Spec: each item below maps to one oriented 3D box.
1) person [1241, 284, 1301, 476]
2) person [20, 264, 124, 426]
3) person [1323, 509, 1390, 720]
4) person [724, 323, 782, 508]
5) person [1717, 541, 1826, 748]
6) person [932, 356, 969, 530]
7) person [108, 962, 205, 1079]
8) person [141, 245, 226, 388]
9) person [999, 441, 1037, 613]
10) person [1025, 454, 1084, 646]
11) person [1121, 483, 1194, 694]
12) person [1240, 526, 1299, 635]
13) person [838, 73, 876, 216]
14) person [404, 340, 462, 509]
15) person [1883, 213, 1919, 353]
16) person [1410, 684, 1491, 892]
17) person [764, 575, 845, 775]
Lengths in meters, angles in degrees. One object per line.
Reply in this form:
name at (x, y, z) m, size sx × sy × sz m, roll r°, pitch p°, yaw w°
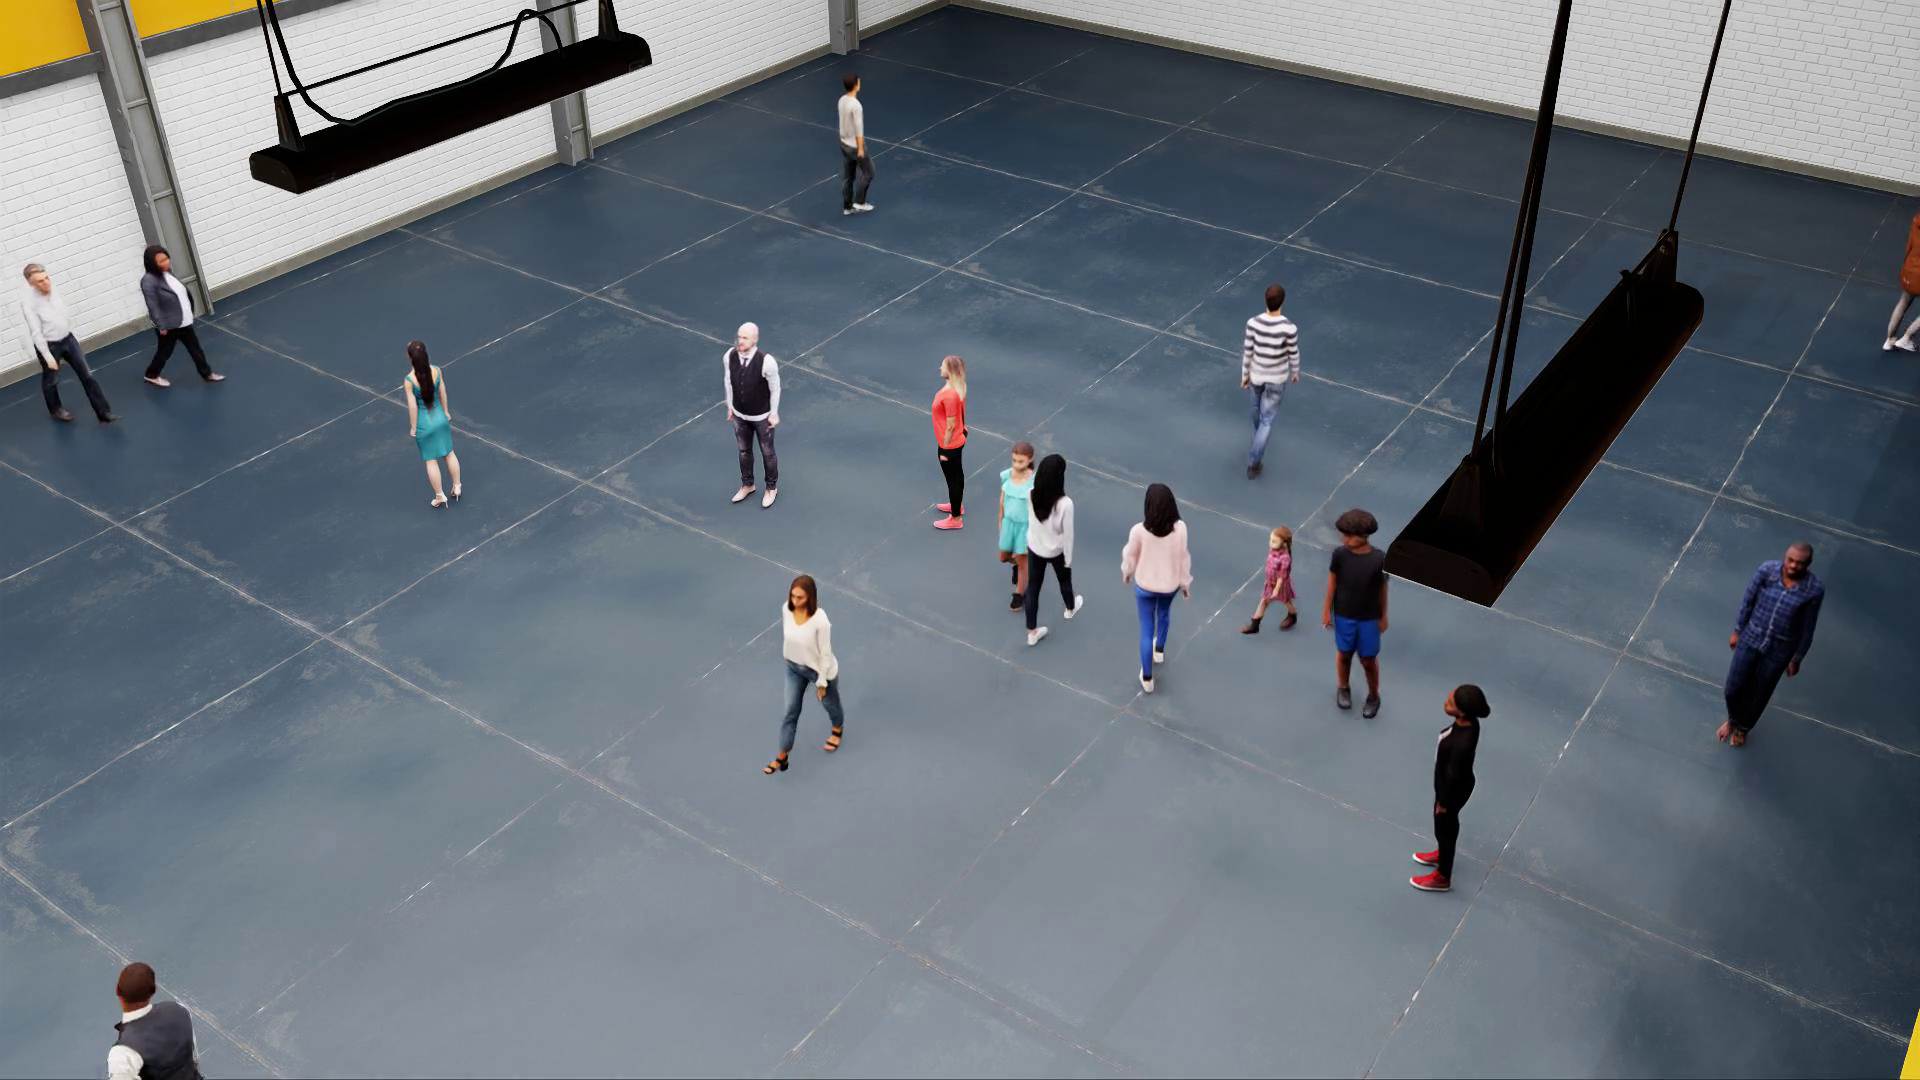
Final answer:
person at (2.884, -1.477, 15.711) m, size 0.717 × 1.797 × 1.183 m, roll 18°, pitch 38°, yaw 25°
person at (-8.979, -1.933, 16.426) m, size 0.875 × 1.766 × 1.134 m, roll 13°, pitch 36°, yaw 18°
person at (3.022, 0.517, 12.734) m, size 0.743 × 1.772 × 0.678 m, roll 8°, pitch 34°, yaw 12°
person at (-1.883, -1.161, 15.213) m, size 0.742 × 1.823 × 0.685 m, roll 12°, pitch 35°, yaw 17°
person at (6.032, 0.737, 12.368) m, size 0.674 × 1.811 × 0.621 m, roll 22°, pitch 39°, yaw 29°
person at (-0.065, -0.892, 14.925) m, size 0.732 × 1.694 × 0.618 m, roll 4°, pitch 34°, yaw 6°
person at (-4.166, 3.084, 8.766) m, size 0.984 × 1.890 × 0.711 m, roll 1°, pitch 34°, yaw 1°
person at (-8.222, -2.280, 17.118) m, size 1.076 × 1.578 × 1.107 m, roll 0°, pitch 34°, yaw 0°
person at (0.531, -0.165, 13.960) m, size 0.632 × 1.551 × 0.798 m, roll 13°, pitch 36°, yaw 19°
person at (0.656, 0.119, 13.421) m, size 0.654 × 1.675 × 0.939 m, roll 18°, pitch 38°, yaw 25°
person at (1.541, 0.423, 12.905) m, size 0.944 × 1.740 × 1.022 m, roll -1°, pitch 34°, yaw -1°
person at (2.670, 0.340, 13.702) m, size 0.809 × 0.995 × 0.635 m, roll -15°, pitch 37°, yaw -22°
person at (-1.420, -4.954, 20.939) m, size 0.772 × 1.802 × 0.786 m, roll -21°, pitch 39°, yaw -29°
person at (-4.834, -1.062, 15.187) m, size 0.639 × 1.686 × 0.443 m, roll 26°, pitch 41°, yaw 33°
person at (10.198, -2.836, 17.732) m, size 0.909 × 1.825 × 0.865 m, roll -8°, pitch 35°, yaw -12°
person at (3.304, 1.643, 11.130) m, size 0.700 × 1.673 × 0.545 m, roll 11°, pitch 35°, yaw 15°
person at (-1.038, 0.913, 12.248) m, size 0.646 × 1.650 × 1.004 m, roll 20°, pitch 39°, yaw 27°
